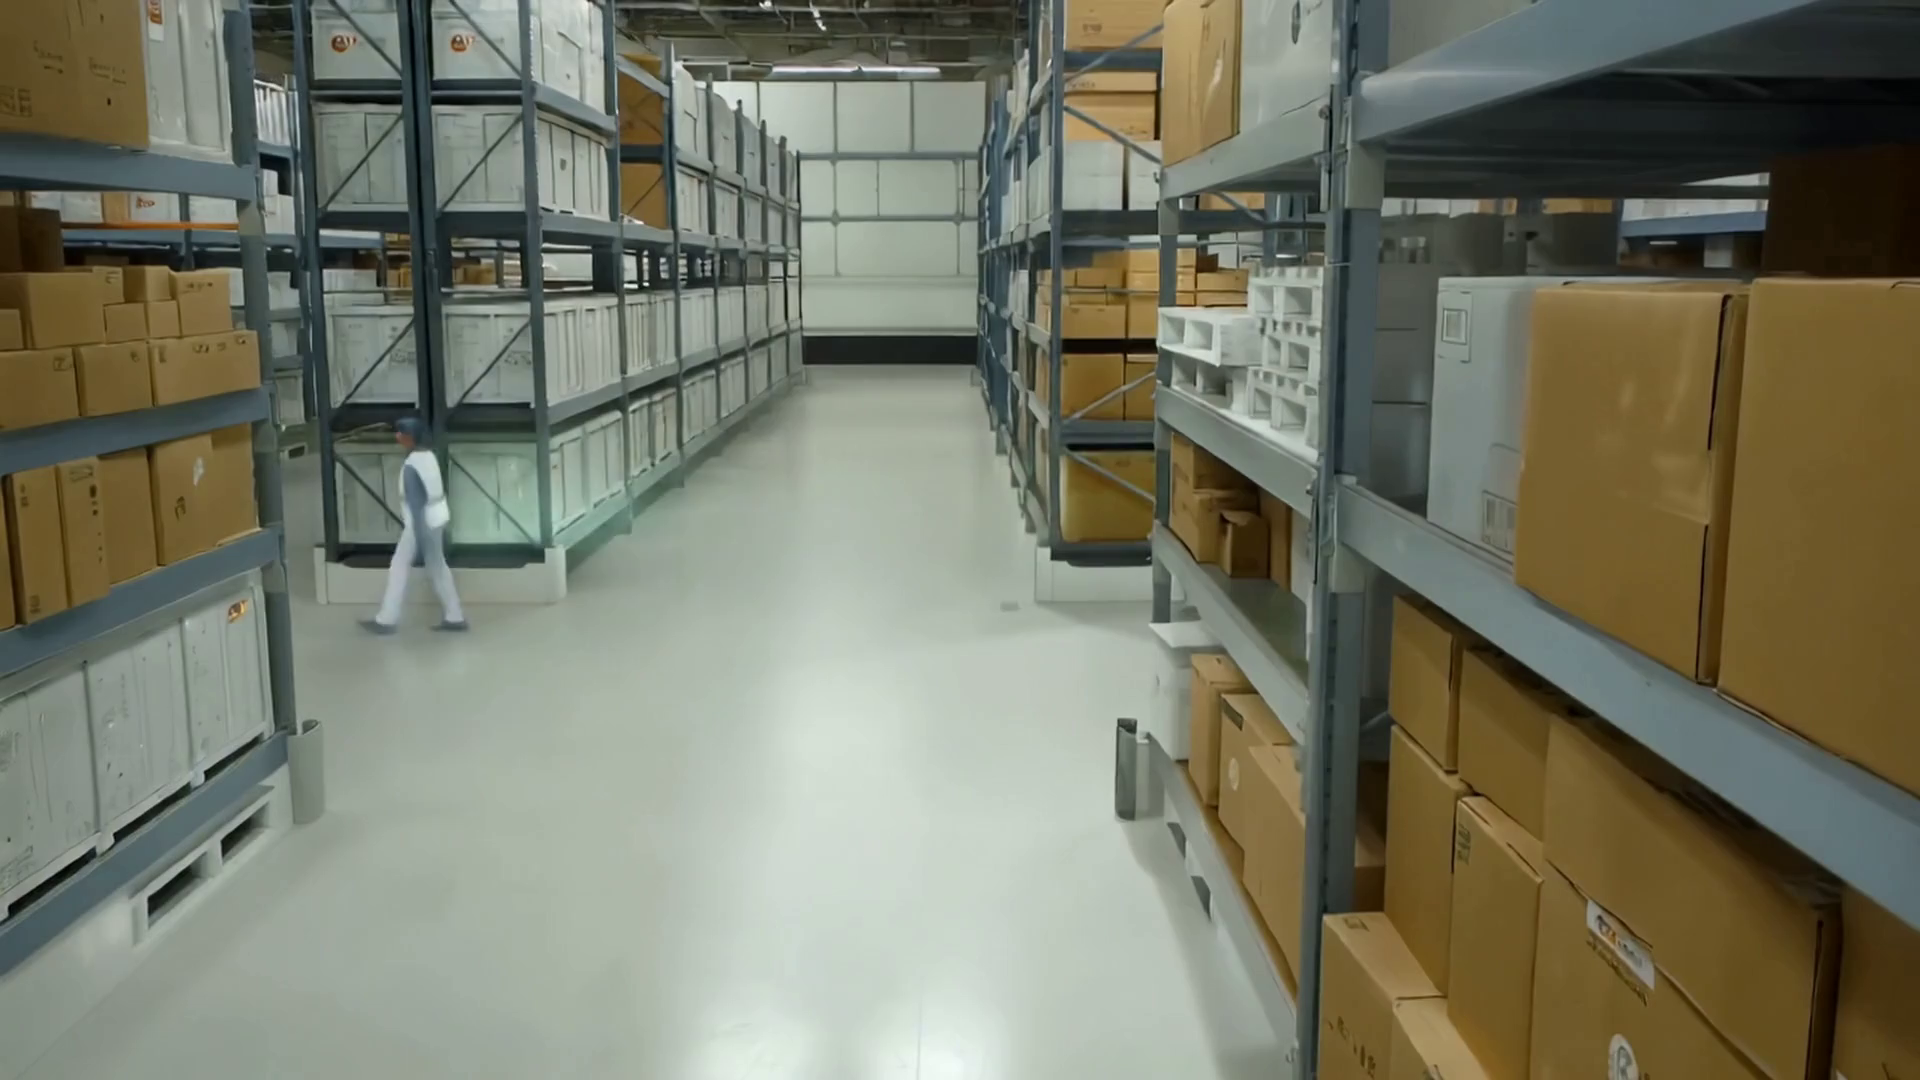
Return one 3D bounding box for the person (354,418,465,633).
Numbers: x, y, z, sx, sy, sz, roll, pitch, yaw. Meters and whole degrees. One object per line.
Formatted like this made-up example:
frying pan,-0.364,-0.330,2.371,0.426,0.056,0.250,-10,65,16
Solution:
person,-4.596,-0.109,13.825,0.949,1.798,0.579,0,9,1
